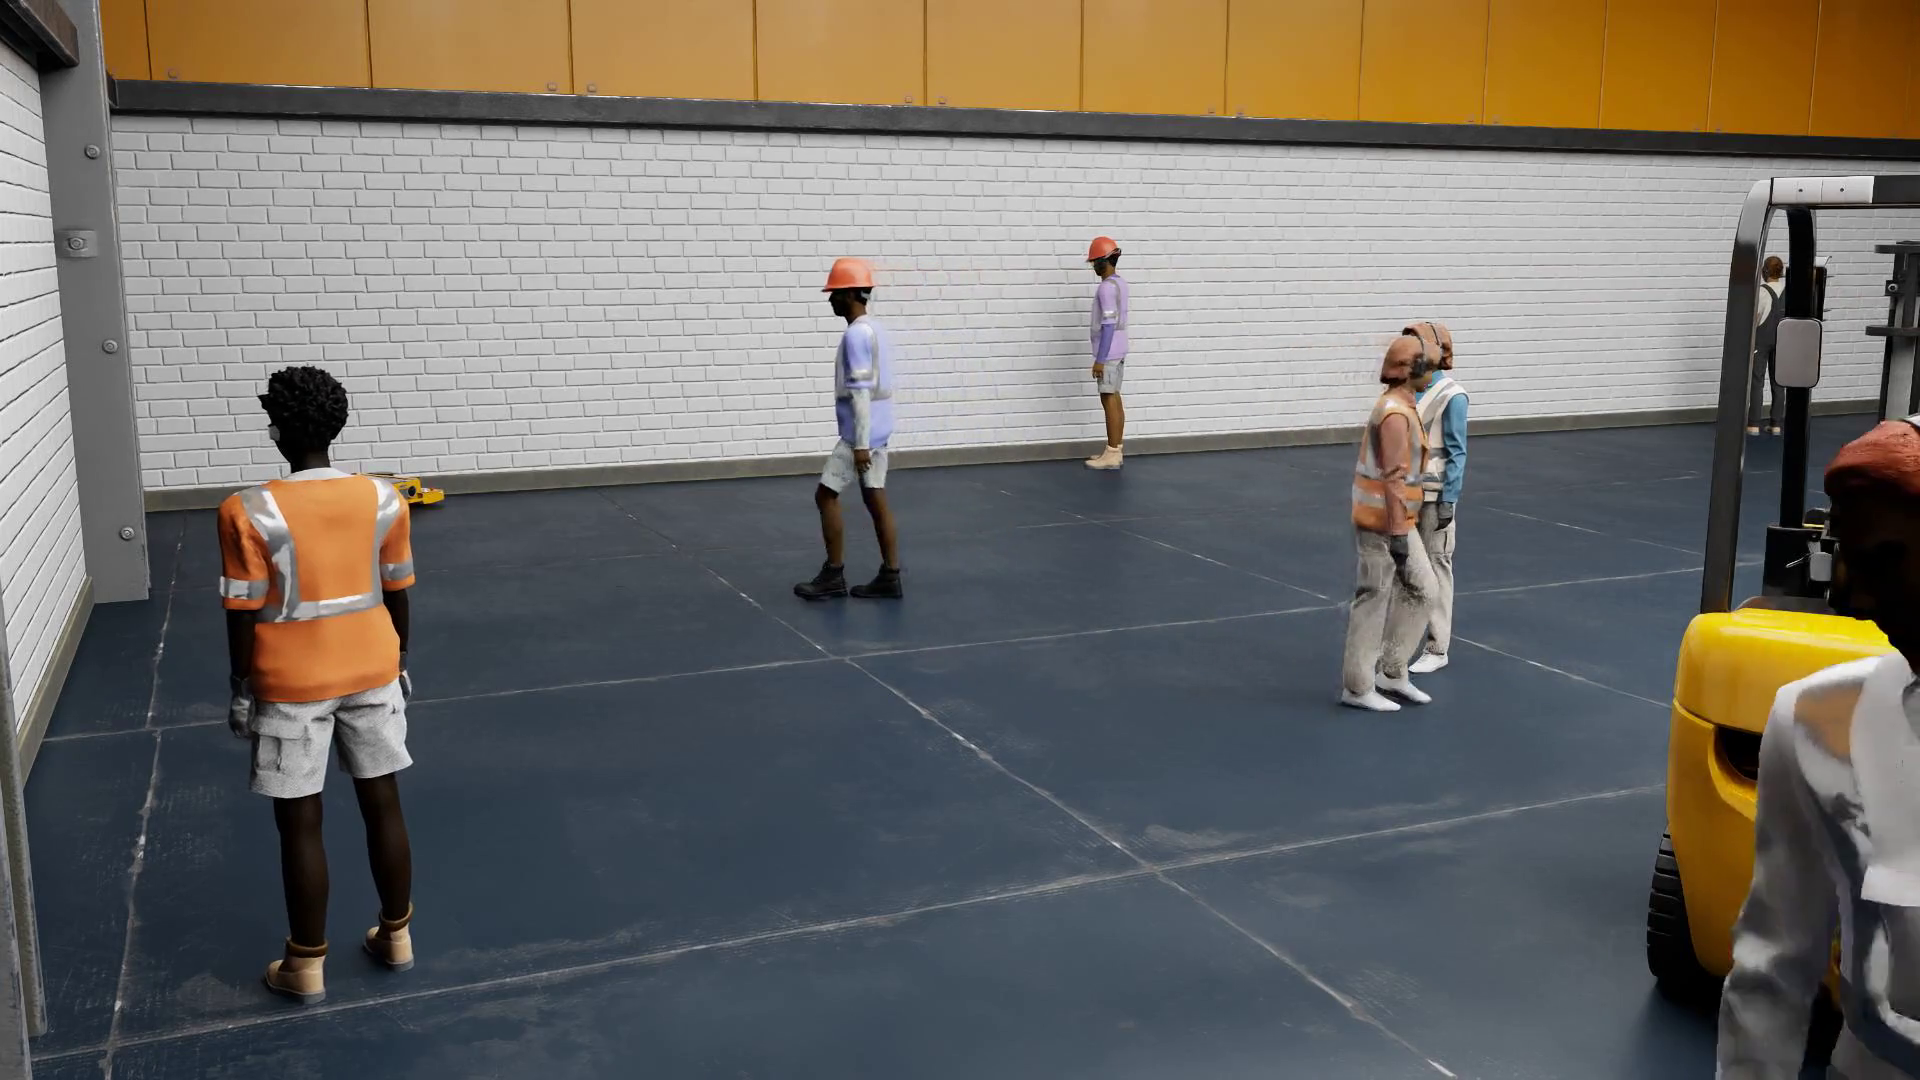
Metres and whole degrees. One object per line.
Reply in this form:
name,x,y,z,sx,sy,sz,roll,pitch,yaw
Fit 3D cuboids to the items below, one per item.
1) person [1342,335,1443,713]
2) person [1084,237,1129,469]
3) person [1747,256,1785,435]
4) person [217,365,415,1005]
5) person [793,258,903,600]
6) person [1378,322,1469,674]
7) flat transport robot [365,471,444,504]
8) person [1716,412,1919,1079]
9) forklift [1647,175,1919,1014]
person,1.872,-0.052,7.037,0.505,1.612,0.540,4,11,19
person,1.279,-1.638,14.649,0.392,2.034,0.605,3,11,17
person,8.320,-1.995,17.137,0.518,1.843,0.329,-1,10,-4
person,-1.704,0.381,4.469,0.317,1.691,0.529,9,14,40
person,-0.651,-0.601,9.268,0.752,1.908,0.568,2,10,10
person,2.163,-0.200,7.811,0.308,1.641,0.514,-5,11,-25
flat transport robot,-4.553,-0.312,12.201,0.652,0.197,1.431,5,12,27
person,1.175,0.772,1.886,0.619,1.860,0.406,8,13,39
forklift,2.810,0.094,4.662,1.214,2.155,2.313,7,12,34
